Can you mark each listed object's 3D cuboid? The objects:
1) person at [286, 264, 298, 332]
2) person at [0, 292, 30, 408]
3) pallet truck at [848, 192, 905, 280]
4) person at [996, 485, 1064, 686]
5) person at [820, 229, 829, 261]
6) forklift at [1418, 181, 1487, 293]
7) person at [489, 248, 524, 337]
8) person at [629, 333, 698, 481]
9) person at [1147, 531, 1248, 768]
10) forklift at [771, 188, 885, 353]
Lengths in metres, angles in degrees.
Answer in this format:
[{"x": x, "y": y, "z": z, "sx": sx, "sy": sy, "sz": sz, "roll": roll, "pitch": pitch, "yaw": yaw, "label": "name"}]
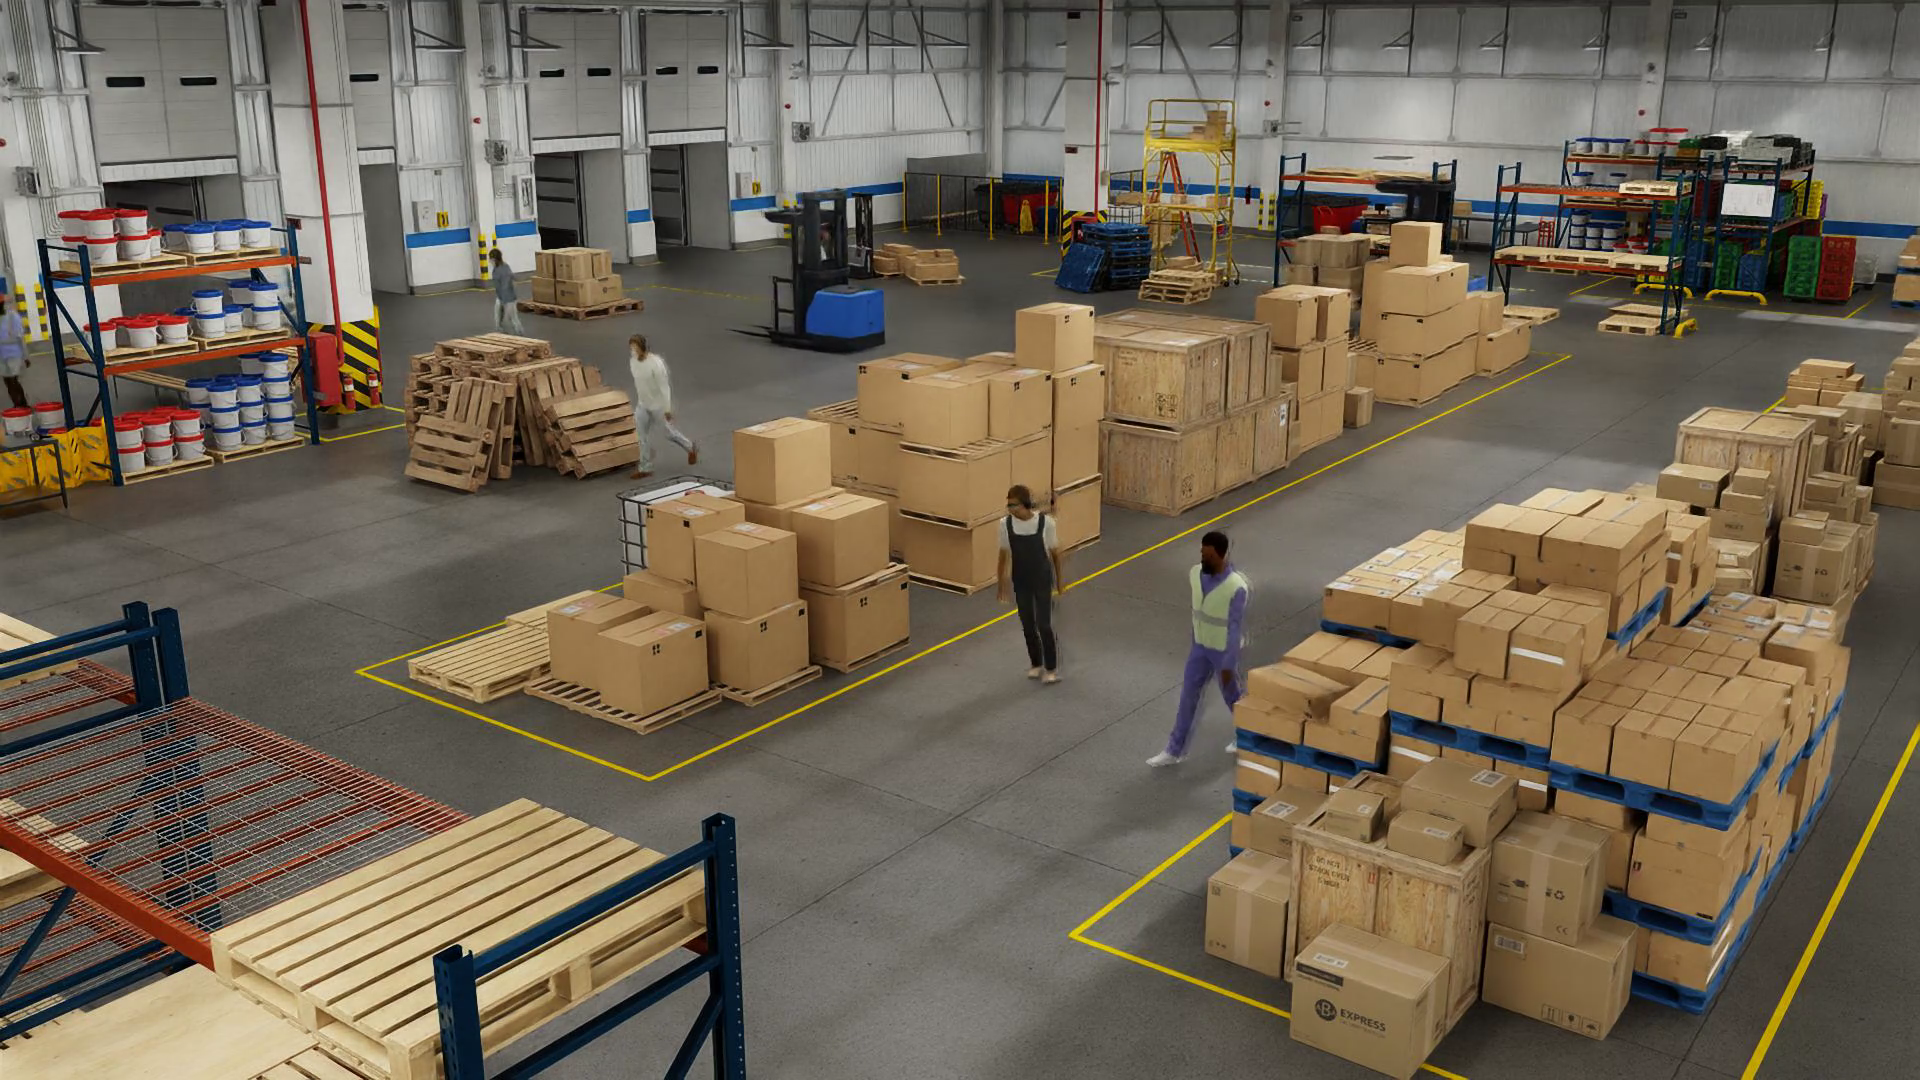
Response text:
[{"x": -12.484, "y": -4.704, "z": 31.486, "sx": 0.520, "sy": 1.627, "sz": 0.412, "roll": 7, "pitch": 18, "yaw": 22, "label": "person"}, {"x": -13.945, "y": -2.694, "z": 24.330, "sx": 0.573, "sy": 1.918, "sz": 0.439, "roll": 1, "pitch": 17, "yaw": 4, "label": "person"}, {"x": -1.936, "y": -7.159, "z": 38.982, "sx": 1.885, "sy": 1.965, "sz": 0.823, "roll": -12, "pitch": 21, "yaw": -34, "label": "pallet truck"}, {"x": 0.606, "y": 0.371, "z": 14.380, "sx": 0.551, "sy": 1.800, "sz": 0.503, "roll": 4, "pitch": 17, "yaw": 14, "label": "person"}, {"x": -2.713, "y": -5.130, "z": 32.485, "sx": 0.509, "sy": 1.862, "sz": 0.570, "roll": 1, "pitch": 17, "yaw": 4, "label": "person"}, {"x": 8.975, "y": -5.370, "z": 31.555, "sx": 1.873, "sy": 2.768, "sz": 1.129, "roll": 12, "pitch": 21, "yaw": 35, "label": "forklift"}, {"x": -8.013, "y": -4.212, "z": 29.396, "sx": 0.502, "sy": 1.915, "sz": 0.636, "roll": -13, "pitch": 21, "yaw": -38, "label": "person"}, {"x": -3.844, "y": -1.744, "z": 21.265, "sx": 0.655, "sy": 1.890, "sz": 0.941, "roll": 13, "pitch": 21, "yaw": 37, "label": "person"}, {"x": 1.954, "y": 0.825, "z": 12.785, "sx": 0.994, "sy": 1.867, "sz": 0.605, "roll": -12, "pitch": 20, "yaw": -34, "label": "person"}, {"x": -2.376, "y": -4.890, "z": 29.967, "sx": 1.873, "sy": 2.768, "sz": 1.129, "roll": 12, "pitch": 21, "yaw": 35, "label": "forklift"}]
